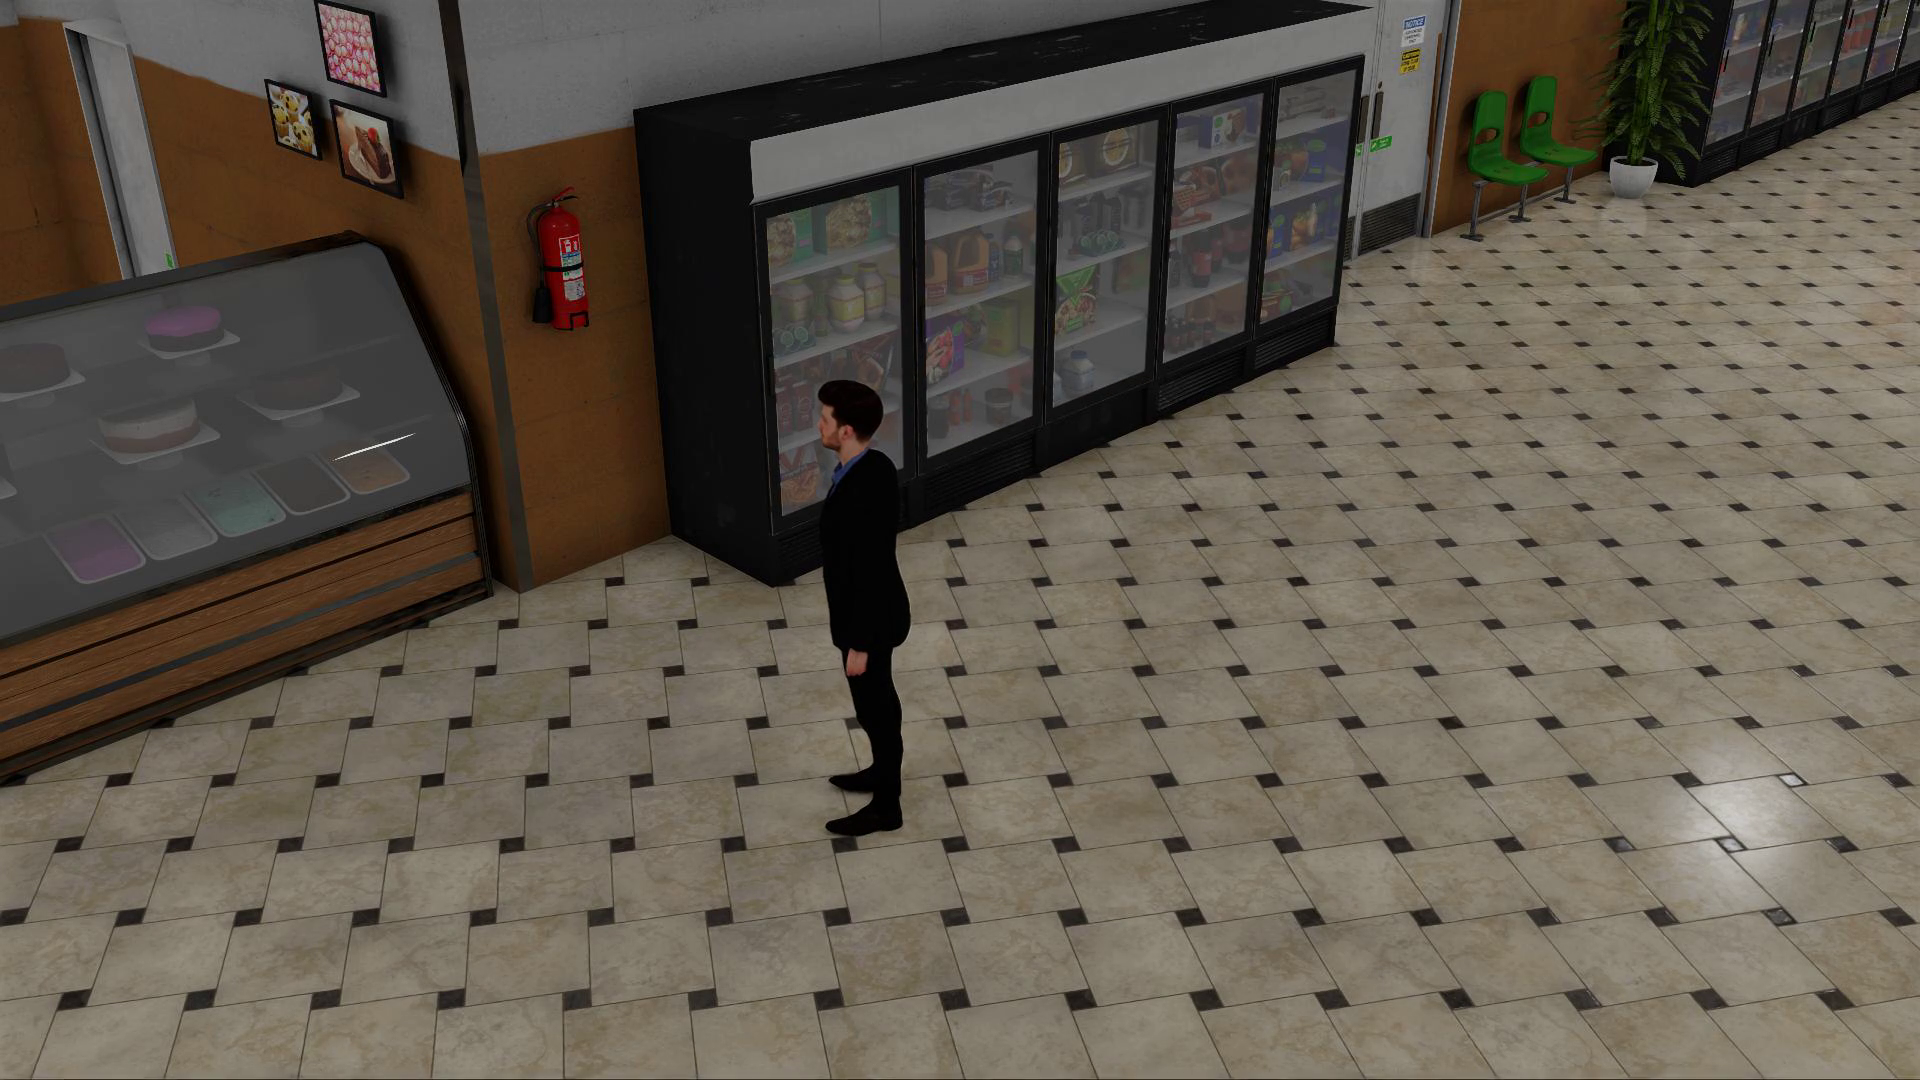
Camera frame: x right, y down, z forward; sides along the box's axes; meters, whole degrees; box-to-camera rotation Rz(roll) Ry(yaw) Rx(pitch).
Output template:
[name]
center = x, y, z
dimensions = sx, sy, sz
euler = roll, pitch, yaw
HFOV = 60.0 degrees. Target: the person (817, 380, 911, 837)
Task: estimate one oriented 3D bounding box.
[person]
center = -0.358, 0.273, 6.399
dimensions = 0.834, 1.891, 0.770
euler = 0, 27, -1
